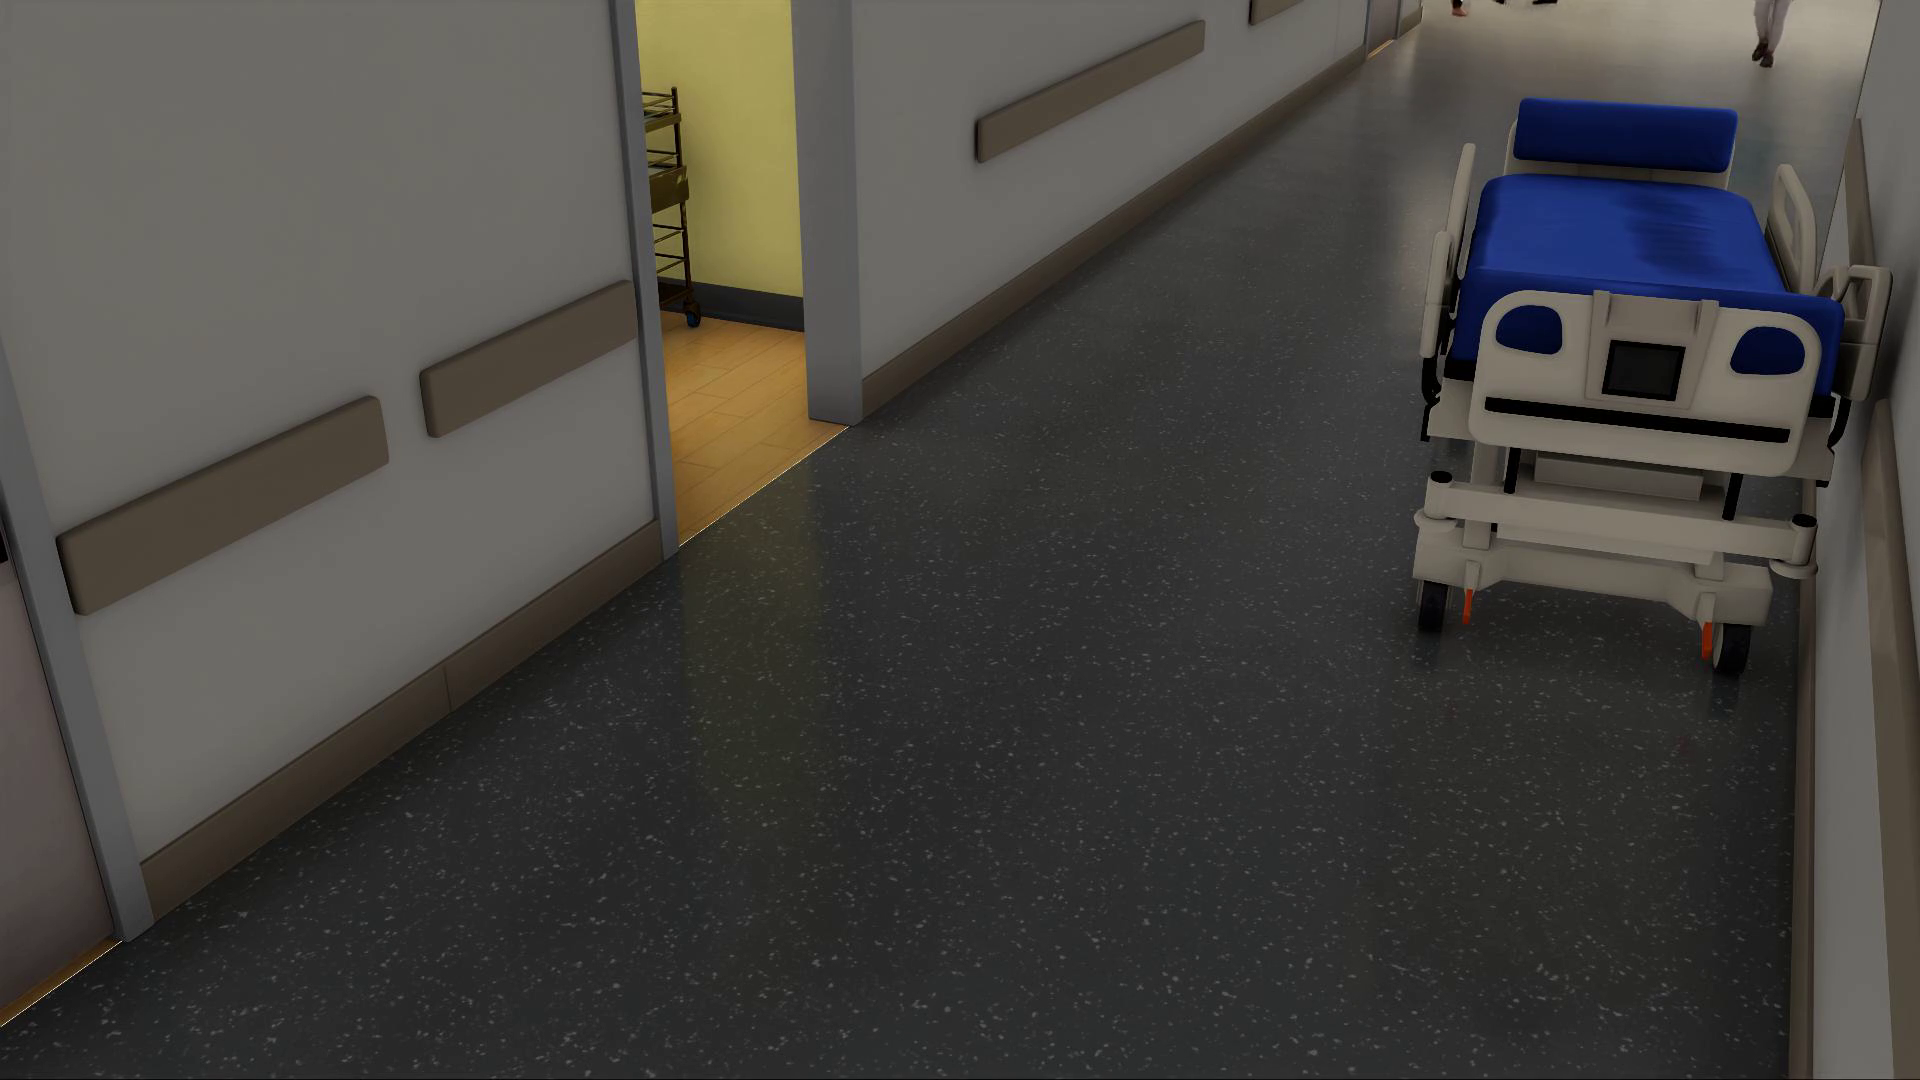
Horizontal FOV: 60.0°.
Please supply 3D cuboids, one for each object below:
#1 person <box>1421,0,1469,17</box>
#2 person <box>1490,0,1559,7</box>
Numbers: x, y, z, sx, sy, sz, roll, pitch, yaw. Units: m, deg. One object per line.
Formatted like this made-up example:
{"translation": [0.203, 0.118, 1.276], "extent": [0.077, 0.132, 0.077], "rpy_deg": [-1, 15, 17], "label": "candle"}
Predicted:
{"translation": [4.750, -6.013, 16.251], "extent": [1.026, 1.696, 1.050], "rpy_deg": [-8, 27, -15], "label": "person"}
{"translation": [5.834, -6.029, 16.625], "extent": [0.956, 1.400, 0.553], "rpy_deg": [10, 27, 19], "label": "person"}
